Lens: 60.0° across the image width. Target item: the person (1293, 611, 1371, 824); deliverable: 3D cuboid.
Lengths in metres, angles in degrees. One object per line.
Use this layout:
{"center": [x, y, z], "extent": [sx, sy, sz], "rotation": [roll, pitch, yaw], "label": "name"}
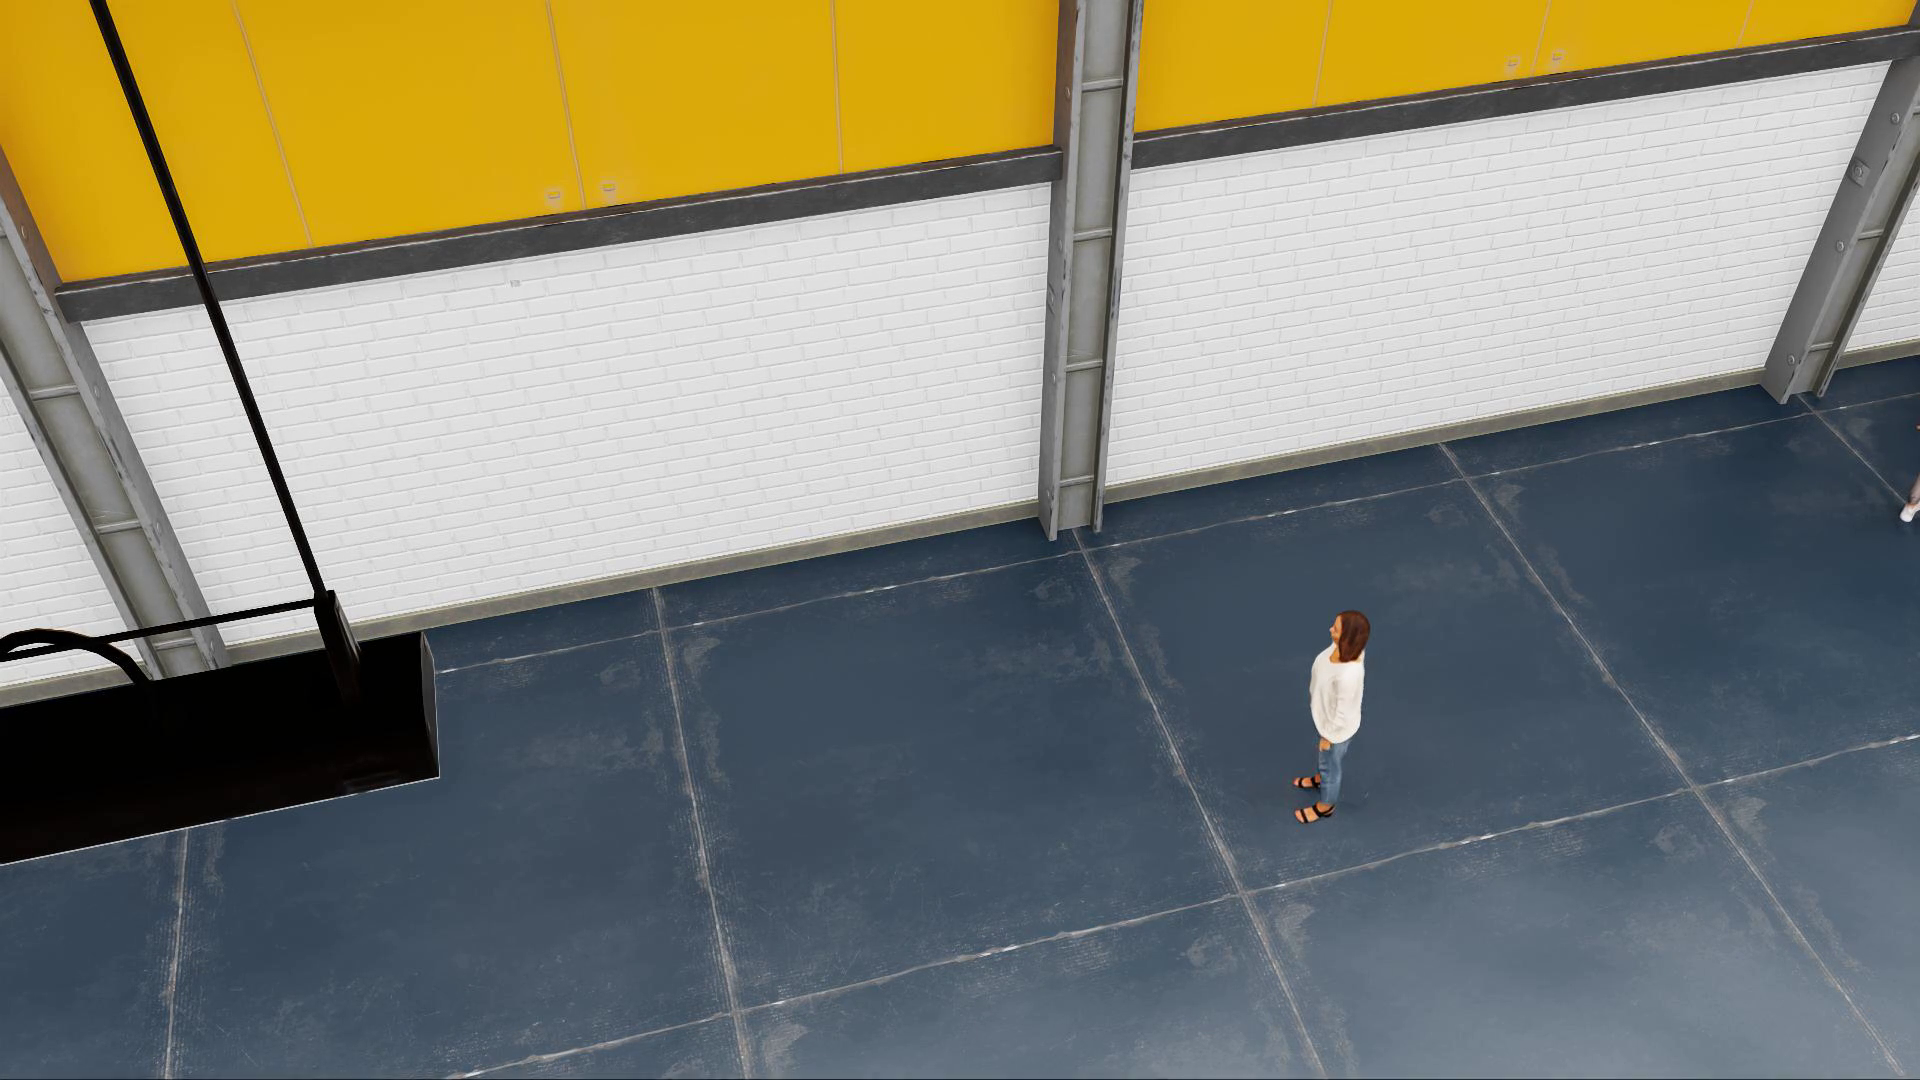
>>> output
{"center": [2.175, 1.015, 9.634], "extent": [0.679, 1.682, 0.696], "rotation": [6, 44, 6], "label": "person"}
